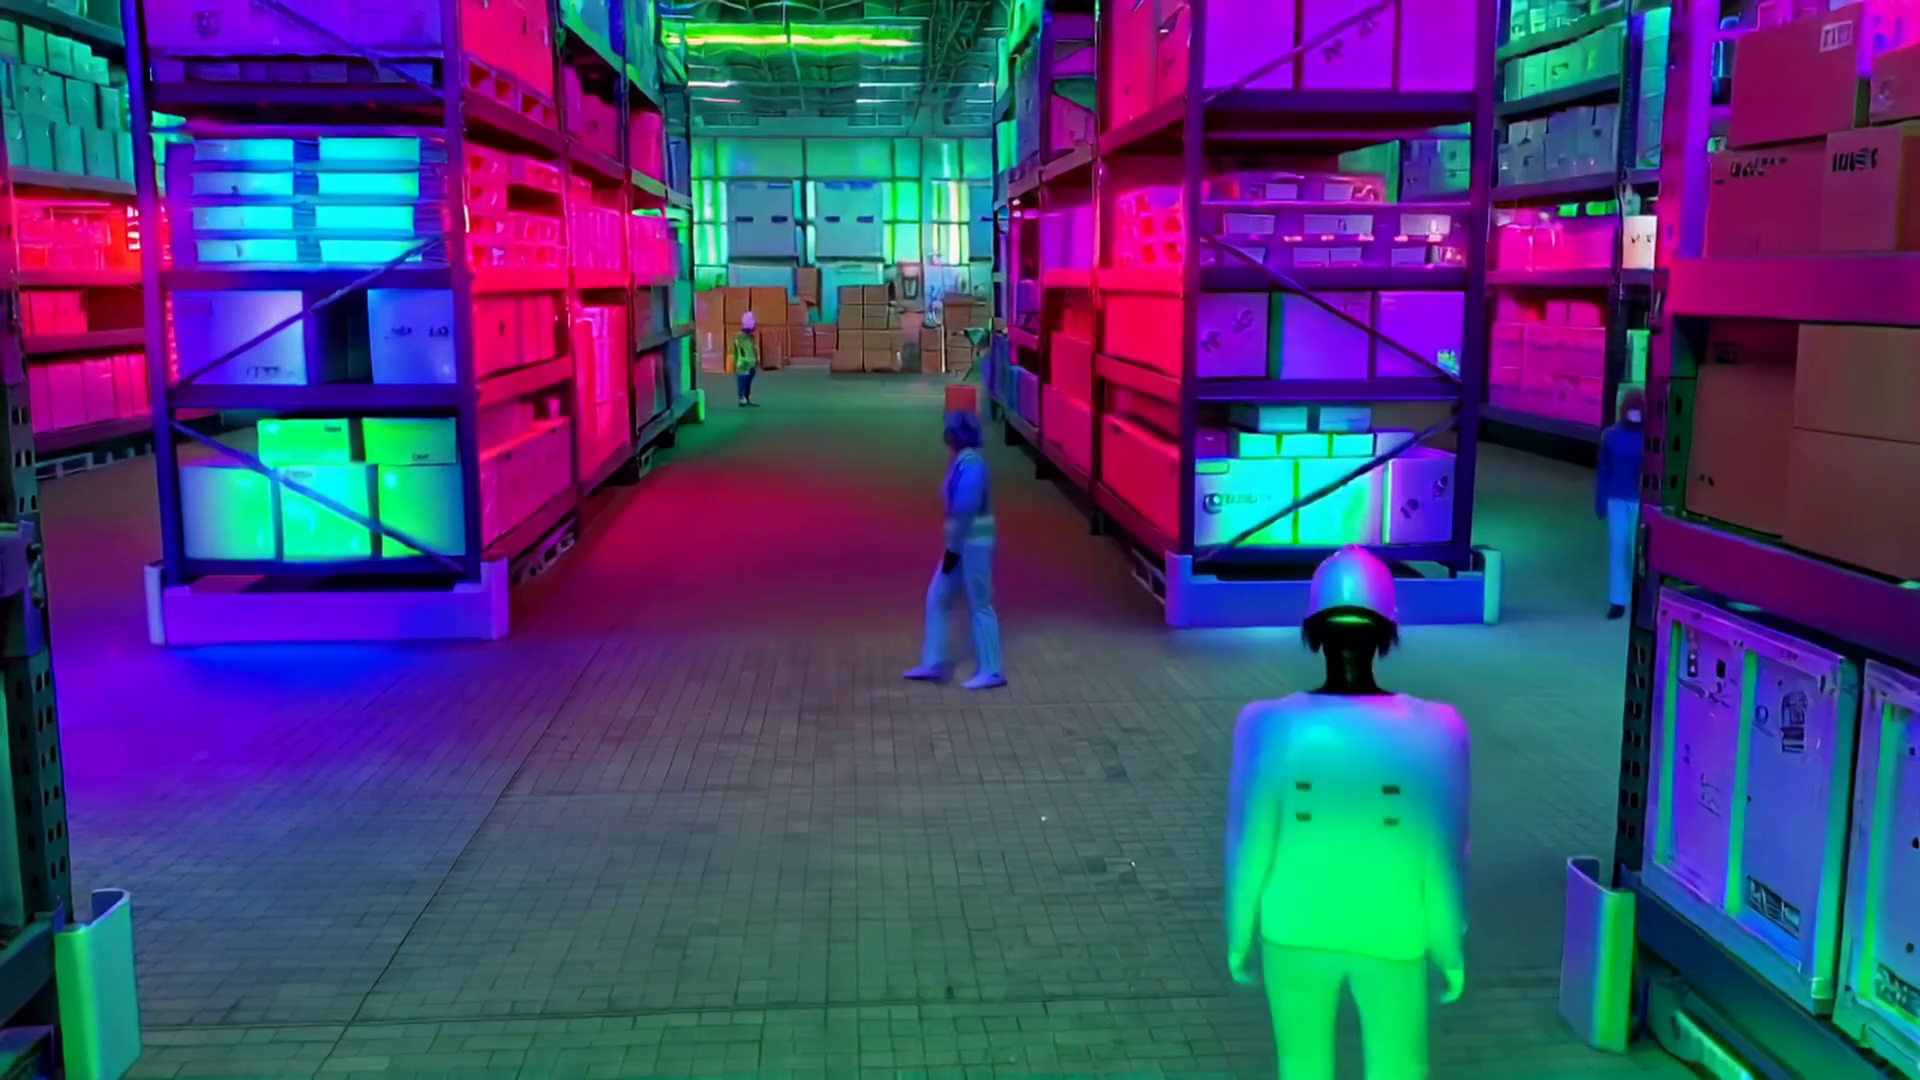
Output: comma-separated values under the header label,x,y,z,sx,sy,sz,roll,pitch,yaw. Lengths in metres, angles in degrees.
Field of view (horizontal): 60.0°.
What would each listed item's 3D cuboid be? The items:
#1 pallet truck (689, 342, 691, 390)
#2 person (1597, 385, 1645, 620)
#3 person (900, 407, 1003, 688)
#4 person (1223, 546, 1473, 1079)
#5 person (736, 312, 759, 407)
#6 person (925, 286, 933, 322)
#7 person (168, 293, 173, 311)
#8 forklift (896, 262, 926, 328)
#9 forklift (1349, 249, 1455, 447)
label,x,y,z,sx,sy,sz,roll,pitch,yaw
pallet truck,-5.225,-3.008,27.480,1.885,1.965,0.823,2,9,14
person,4.675,-0.274,11.518,0.509,1.610,0.630,5,10,29
person,-0.062,0.060,9.424,0.681,1.616,0.519,-2,9,-12
person,0.866,0.885,3.772,0.544,1.754,0.364,2,9,11
person,-3.811,-3.226,29.789,0.319,1.698,0.532,3,10,19
person,-1.276,-9.266,66.959,0.362,1.939,0.542,-4,10,-24
person,-29.625,-8.610,62.712,0.402,1.987,0.608,-1,9,-3
forklift,-1.779,-8.547,59.498,1.129,2.768,1.873,-1,9,-4
forklift,5.711,-2.679,22.653,1.129,2.768,1.873,-9,13,-44
